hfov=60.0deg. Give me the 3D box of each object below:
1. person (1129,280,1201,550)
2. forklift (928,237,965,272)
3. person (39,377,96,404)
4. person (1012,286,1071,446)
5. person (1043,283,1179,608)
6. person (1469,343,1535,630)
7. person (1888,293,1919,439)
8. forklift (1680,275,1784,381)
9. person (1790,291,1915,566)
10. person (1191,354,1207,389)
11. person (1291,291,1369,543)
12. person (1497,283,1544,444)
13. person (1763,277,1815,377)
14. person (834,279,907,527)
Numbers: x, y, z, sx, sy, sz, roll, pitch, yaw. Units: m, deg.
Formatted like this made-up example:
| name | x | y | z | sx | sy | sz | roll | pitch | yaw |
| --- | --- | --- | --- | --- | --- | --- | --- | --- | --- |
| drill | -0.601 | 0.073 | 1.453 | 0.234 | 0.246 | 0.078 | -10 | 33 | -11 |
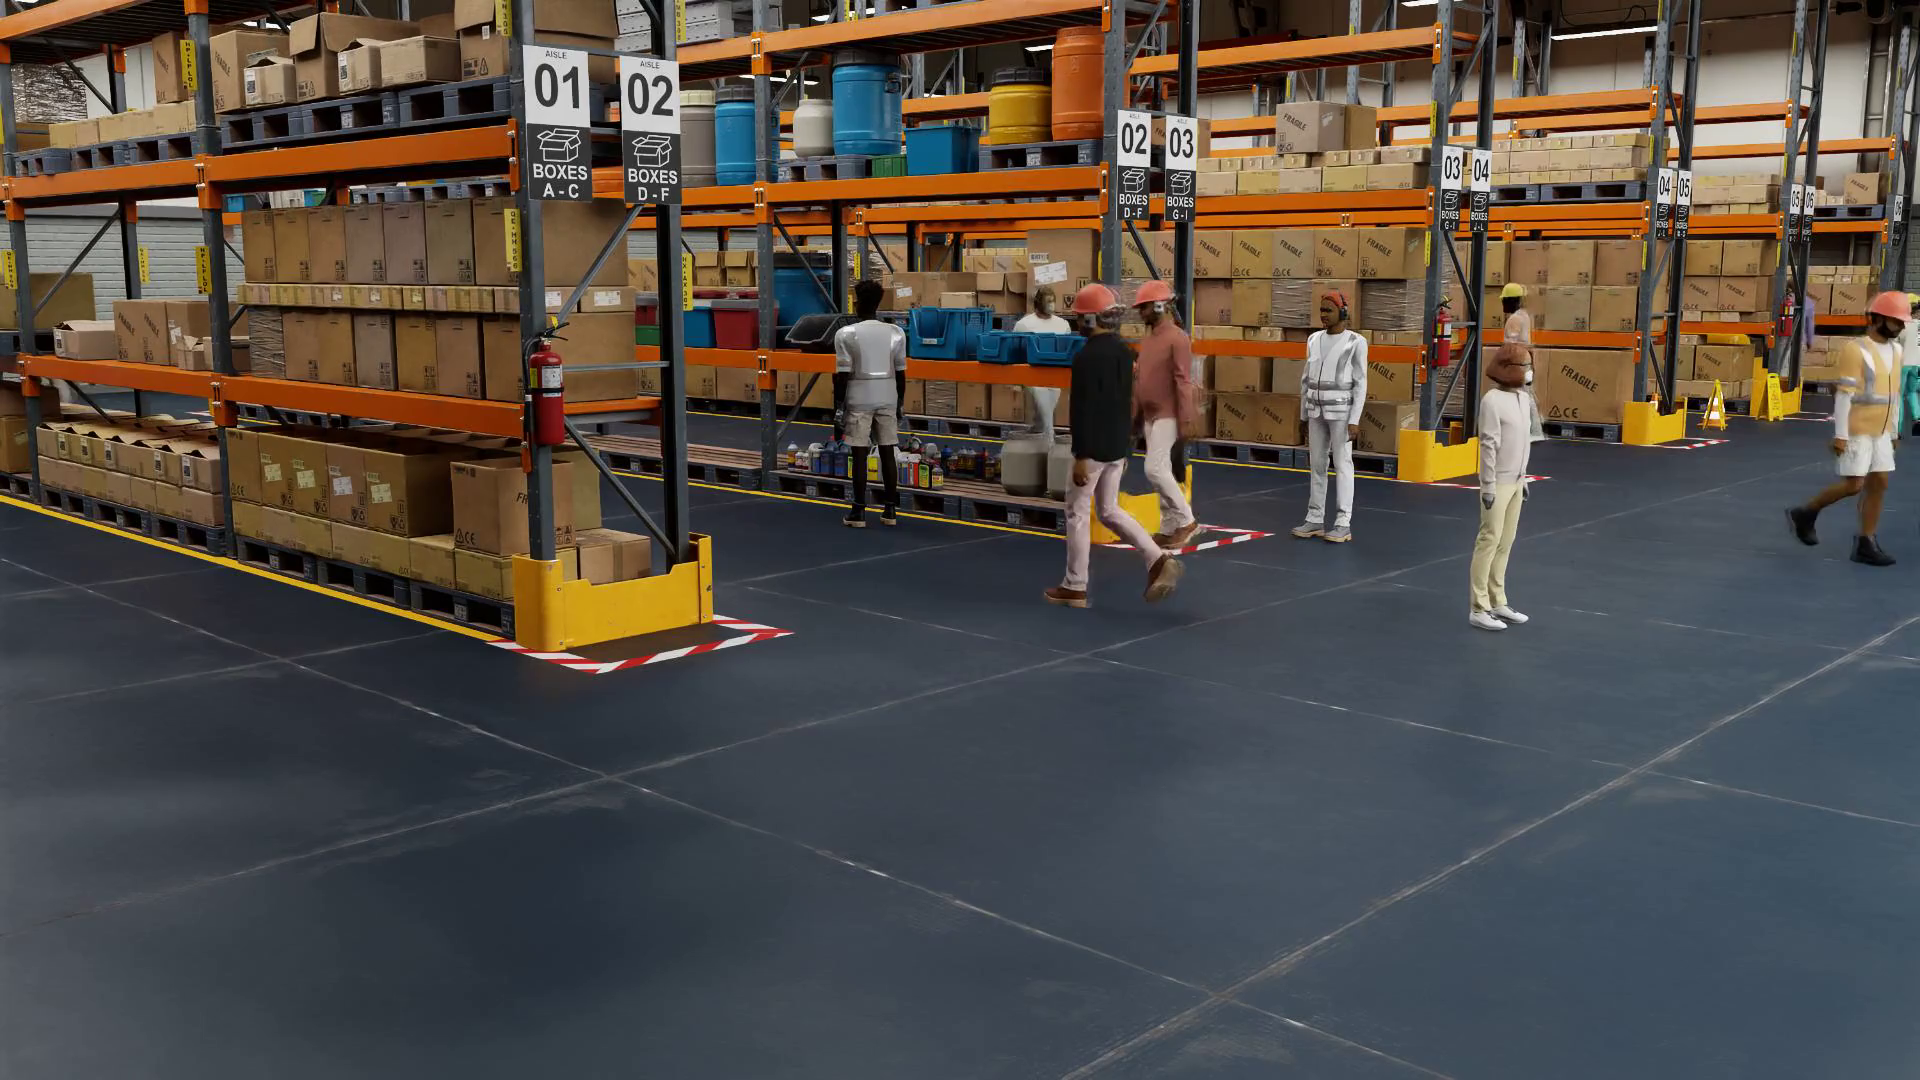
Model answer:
| name | x | y | z | sx | sy | sz | roll | pitch | yaw |
| --- | --- | --- | --- | --- | --- | --- | --- | --- | --- |
| person | 1.464 | -0.902 | 12.152 | 0.430 | 1.966 | 0.615 | -3 | 10 | -18 |
| forklift | -0.326 | -5.817 | 39.609 | 1.129 | 2.768 | 1.873 | 9 | 13 | 43 |
| person | -10.328 | -1.961 | 19.194 | 0.921 | 1.789 | 0.609 | 8 | 12 | 39 |
| person | 0.845 | -1.537 | 16.297 | 0.647 | 1.885 | 1.009 | -6 | 11 | -32 |
| person | 0.896 | -0.555 | 10.025 | 0.769 | 1.972 | 0.621 | 7 | 11 | 35 |
| person | 3.129 | -0.315 | 9.557 | 0.270 | 1.631 | 0.509 | 8 | 12 | 42 |
| person | 11.426 | -2.097 | 20.083 | 0.543 | 1.754 | 0.375 | 0 | 9 | 1 |
| forklift | 12.480 | -3.427 | 27.053 | 1.214 | 2.155 | 2.313 | 9 | 13 | 43 |
| person | 6.303 | -0.798 | 11.697 | 0.591 | 1.908 | 0.683 | -4 | 10 | -25 |
| person | 2.939 | -2.320 | 21.219 | 0.429 | 1.844 | 0.627 | 5 | 10 | 26 |
| person | 2.804 | -0.934 | 12.597 | 0.355 | 1.882 | 0.576 | -7 | 12 | -39 |
| person | 6.478 | -2.083 | 19.656 | 0.986 | 1.868 | 0.613 | 4 | 10 | 21 |
| person | 12.385 | -2.952 | 24.843 | 0.670 | 1.914 | 0.439 | 0 | 9 | 3 |
| person | -0.717 | -1.092 | 13.301 | 0.610 | 1.966 | 0.364 | -4 | 10 | -23 |
